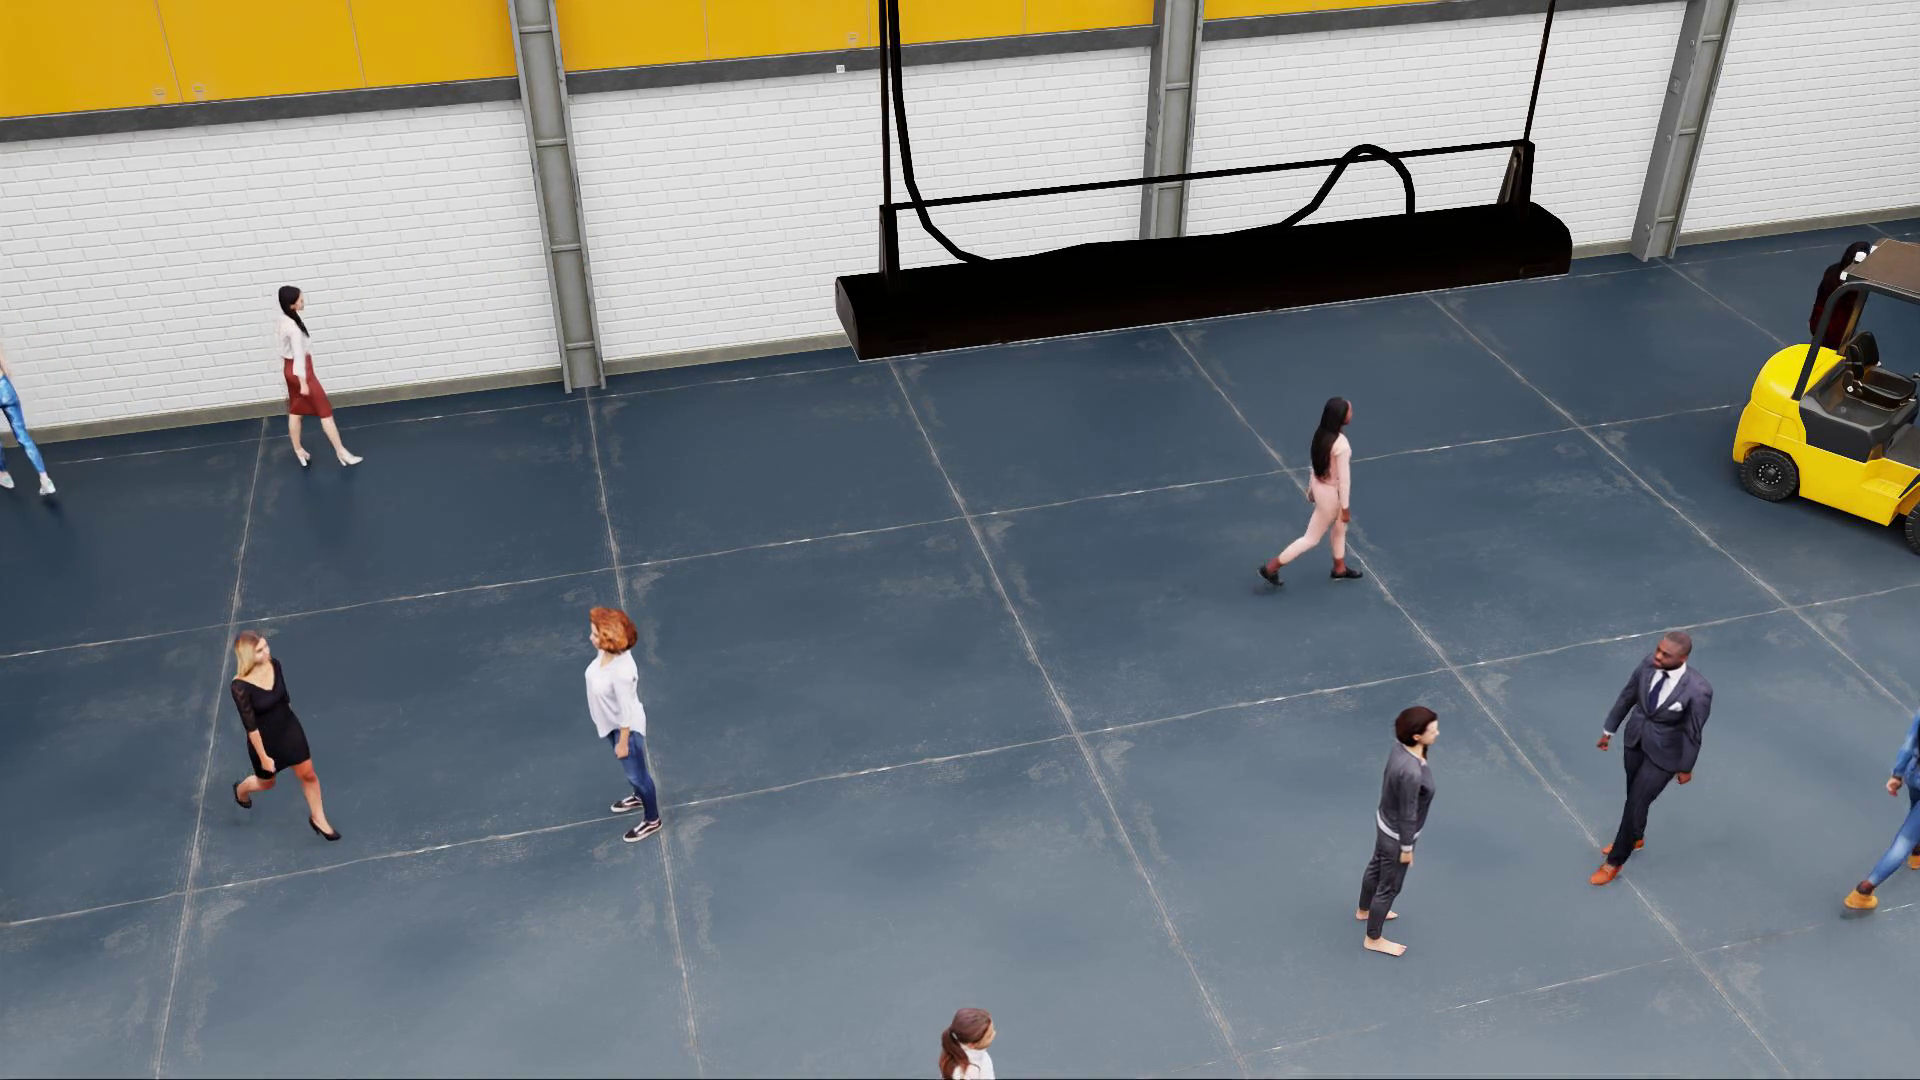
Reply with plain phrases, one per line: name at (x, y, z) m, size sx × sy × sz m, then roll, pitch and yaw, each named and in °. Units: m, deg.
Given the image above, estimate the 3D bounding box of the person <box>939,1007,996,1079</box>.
person at (-0.029, 2.886, 8.340) m, size 0.651 × 1.551 × 0.607 m, roll -1°, pitch 34°, yaw -1°

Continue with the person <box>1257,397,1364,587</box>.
person at (2.800, -0.313, 13.030) m, size 1.173 × 1.687 × 0.722 m, roll -4°, pitch 34°, yaw -6°

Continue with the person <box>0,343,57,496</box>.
person at (-8.161, -1.134, 14.201) m, size 1.024 × 1.757 × 1.064 m, roll 24°, pitch 41°, yaw 32°

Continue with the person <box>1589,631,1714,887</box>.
person at (4.424, 1.305, 10.487) m, size 0.881 × 1.806 × 0.809 m, roll -14°, pitch 36°, yaw -21°

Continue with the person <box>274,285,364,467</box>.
person at (-5.831, -1.413, 14.639) m, size 0.859 × 1.736 × 0.818 m, roll -28°, pitch 42°, yaw -35°

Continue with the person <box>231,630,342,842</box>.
person at (-4.473, 1.269, 10.680) m, size 1.062 × 1.653 × 0.959 m, roll 15°, pitch 36°, yaw 21°

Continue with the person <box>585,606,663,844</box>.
person at (-2.168, 1.154, 10.803) m, size 0.653 × 1.708 × 0.683 m, roll -16°, pitch 37°, yaw -23°

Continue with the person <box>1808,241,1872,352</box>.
person at (8.009, -1.947, 15.430) m, size 0.733 × 1.751 × 0.701 m, roll -4°, pitch 34°, yaw -7°

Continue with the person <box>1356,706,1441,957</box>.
person at (2.611, 1.704, 9.921) m, size 0.621 × 1.768 × 0.669 m, roll 1°, pitch 34°, yaw 2°

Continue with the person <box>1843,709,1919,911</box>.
person at (5.872, 1.590, 10.189) m, size 1.256 × 1.662 × 0.787 m, roll -16°, pitch 37°, yaw -22°
